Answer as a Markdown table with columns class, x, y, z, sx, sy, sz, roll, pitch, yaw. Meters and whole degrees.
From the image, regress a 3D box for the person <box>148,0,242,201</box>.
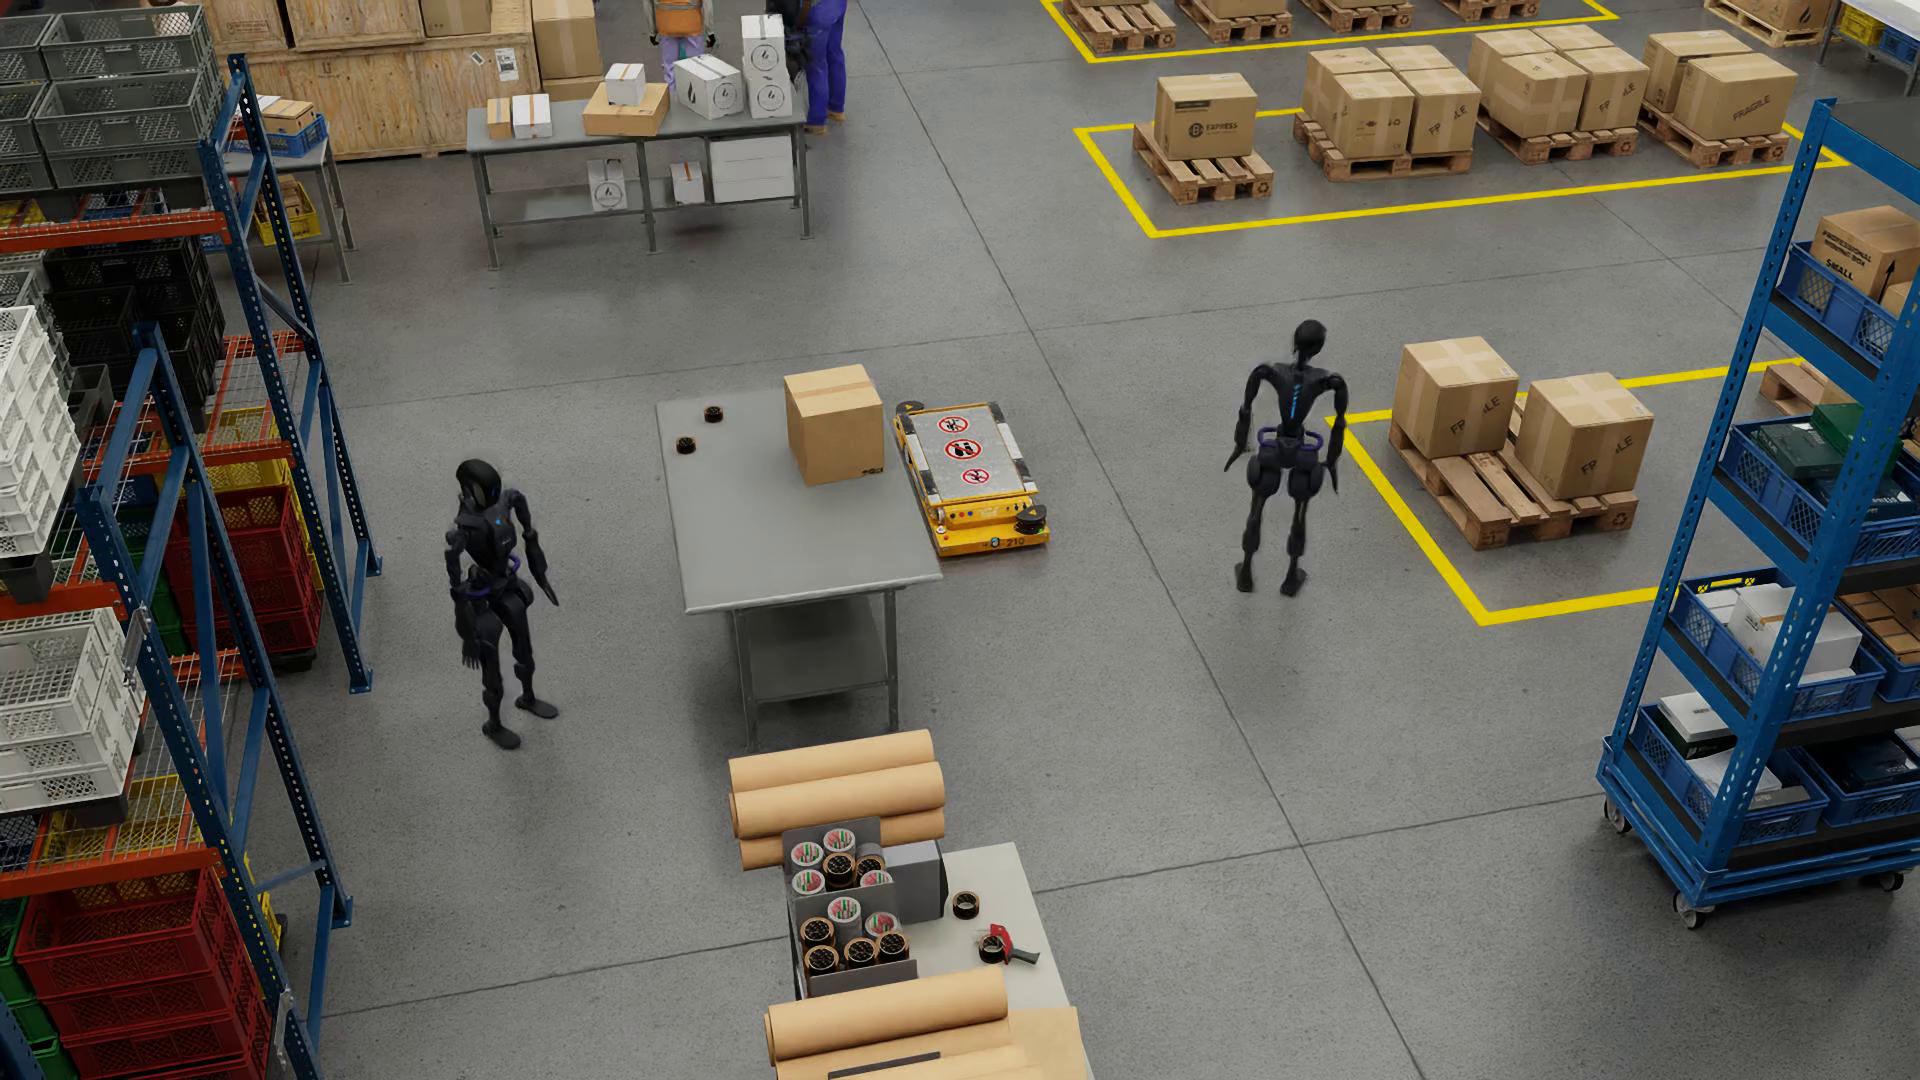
| class | x | y | z | sx | sy | sz | roll | pitch | yaw |
| --- | --- | --- | --- | --- | --- | --- | --- | --- | --- |
| person | -5.858 | -3.409 | 12.688 | 0.376 | 1.997 | 0.610 | -11 | 38 | -14 |

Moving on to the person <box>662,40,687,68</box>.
| class | x | y | z | sx | sy | sz | roll | pitch | yaw |
| --- | --- | --- | --- | --- | --- | --- | --- | --- | --- |
| person | -2.684 | -5.190 | 15.287 | 0.376 | 1.749 | 0.538 | 19 | 40 | 23 |

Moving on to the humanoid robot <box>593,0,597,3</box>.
| class | x | y | z | sx | sy | sz | roll | pitch | yaw |
| --- | --- | --- | --- | --- | --- | --- | --- | --- | --- |
| humanoid robot | -3.982 | -5.912 | 16.328 | 0.522 | 1.636 | 0.617 | 7 | 37 | 9 |

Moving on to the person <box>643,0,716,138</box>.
| class | x | y | z | sx | sy | sz | roll | pitch | yaw |
| --- | --- | --- | --- | --- | --- | --- | --- | --- | --- |
| person | -2.351 | -4.318 | 13.968 | 0.586 | 1.927 | 0.360 | 1 | 37 | 1 |

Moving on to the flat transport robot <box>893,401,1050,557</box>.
| class | x | y | z | sx | sy | sz | roll | pitch | yaw |
| --- | --- | --- | --- | --- | --- | --- | --- | --- | --- |
| flat transport robot | 0.046 | -0.430 | 10.108 | 0.652 | 0.197 | 1.431 | -8 | 37 | -10 |

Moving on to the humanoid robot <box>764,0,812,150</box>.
| class | x | y | z | sx | sy | sz | roll | pitch | yaw |
| --- | --- | --- | --- | --- | --- | --- | --- | --- | --- |
| humanoid robot | -1.472 | -4.069 | 13.845 | 0.432 | 1.651 | 0.591 | 15 | 39 | 19 |

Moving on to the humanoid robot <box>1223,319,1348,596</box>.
| class | x | y | z | sx | sy | sz | roll | pitch | yaw |
| --- | --- | --- | --- | --- | --- | --- | --- | --- | --- |
| humanoid robot | 1.740 | -0.434 | 8.958 | 0.637 | 1.649 | 0.326 | 7 | 37 | 9 |

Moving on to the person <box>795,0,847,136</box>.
| class | x | y | z | sx | sy | sz | roll | pitch | yaw |
| --- | --- | --- | --- | --- | --- | --- | --- | --- | --- |
| person | -1.244 | -4.468 | 14.076 | 0.538 | 2.000 | 0.682 | 17 | 40 | 22 |

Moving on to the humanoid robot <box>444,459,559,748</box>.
| class | x | y | z | sx | sy | sz | roll | pitch | yaw |
| --- | --- | --- | --- | --- | --- | --- | --- | --- | --- |
| humanoid robot | -2.215 | 0.287 | 7.991 | 0.354 | 1.645 | 0.584 | 19 | 41 | 24 |
